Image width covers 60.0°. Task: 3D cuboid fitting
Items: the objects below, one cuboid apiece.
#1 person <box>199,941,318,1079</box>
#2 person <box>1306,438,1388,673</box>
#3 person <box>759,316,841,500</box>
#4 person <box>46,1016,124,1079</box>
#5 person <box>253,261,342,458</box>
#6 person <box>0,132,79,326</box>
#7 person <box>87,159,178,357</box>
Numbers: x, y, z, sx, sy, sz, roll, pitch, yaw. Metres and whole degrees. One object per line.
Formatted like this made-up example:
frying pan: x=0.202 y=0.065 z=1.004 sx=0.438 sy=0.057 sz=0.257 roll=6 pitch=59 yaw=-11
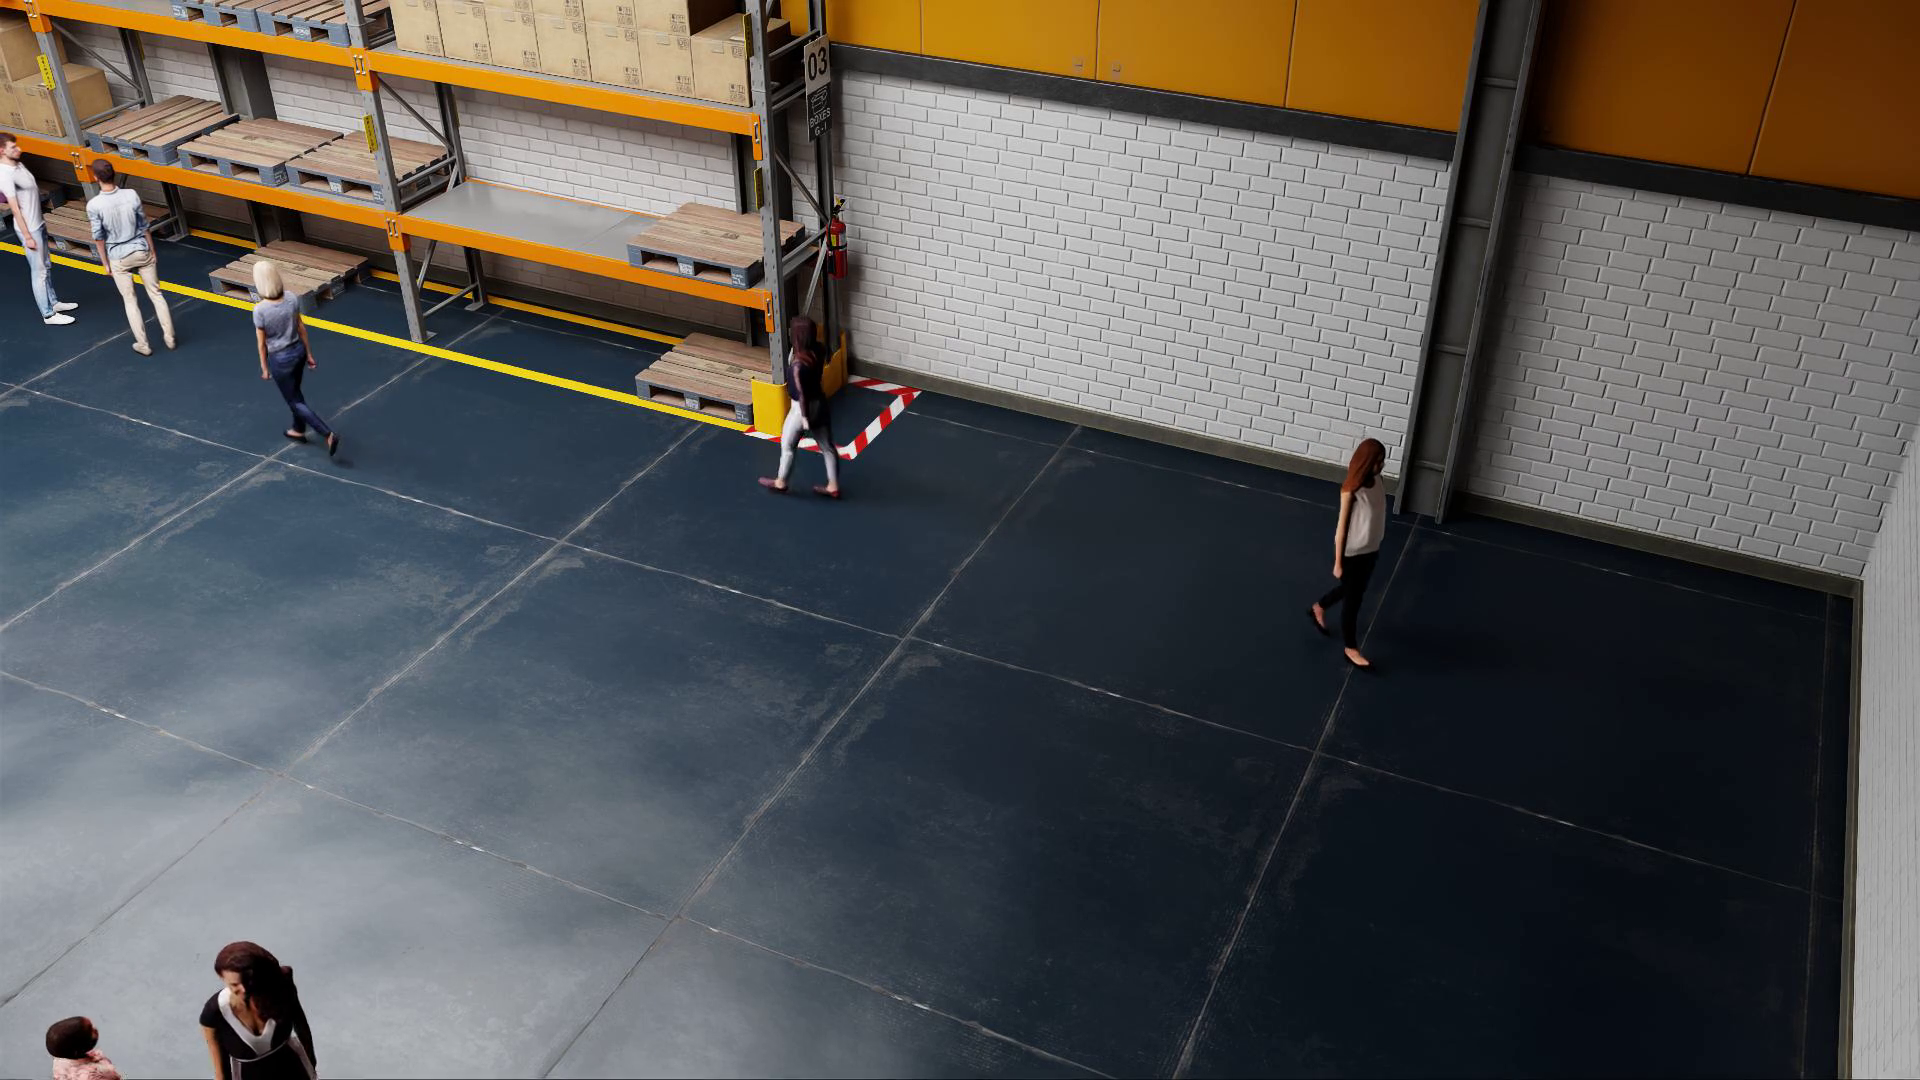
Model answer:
person: x=-3.200 y=2.459 z=7.693 sx=0.727 sy=1.783 sz=0.772 roll=-19 pitch=38 yaw=-26
person: x=2.664 y=0.045 z=11.394 sx=0.817 sy=1.707 sz=1.007 roll=-27 pitch=42 yaw=-34
person: x=-1.130 y=-1.010 z=13.098 sx=0.871 sy=1.578 sz=0.589 roll=15 pitch=37 yaw=22
person: x=-4.036 y=2.728 z=7.730 sx=0.657 sy=1.296 sz=0.580 roll=15 pitch=36 yaw=21
person: x=-5.469 y=-1.455 z=13.659 sx=1.062 sy=1.698 sz=0.672 roll=20 pitch=38 yaw=27
person: x=-8.833 y=-2.970 z=15.799 sx=0.769 sy=1.852 sz=0.730 roll=-9 pitch=35 yaw=-13
person: x=-7.603 y=-2.593 z=15.239 sx=0.723 sy=1.845 sz=0.712 roll=-22 pitch=40 yaw=-30
